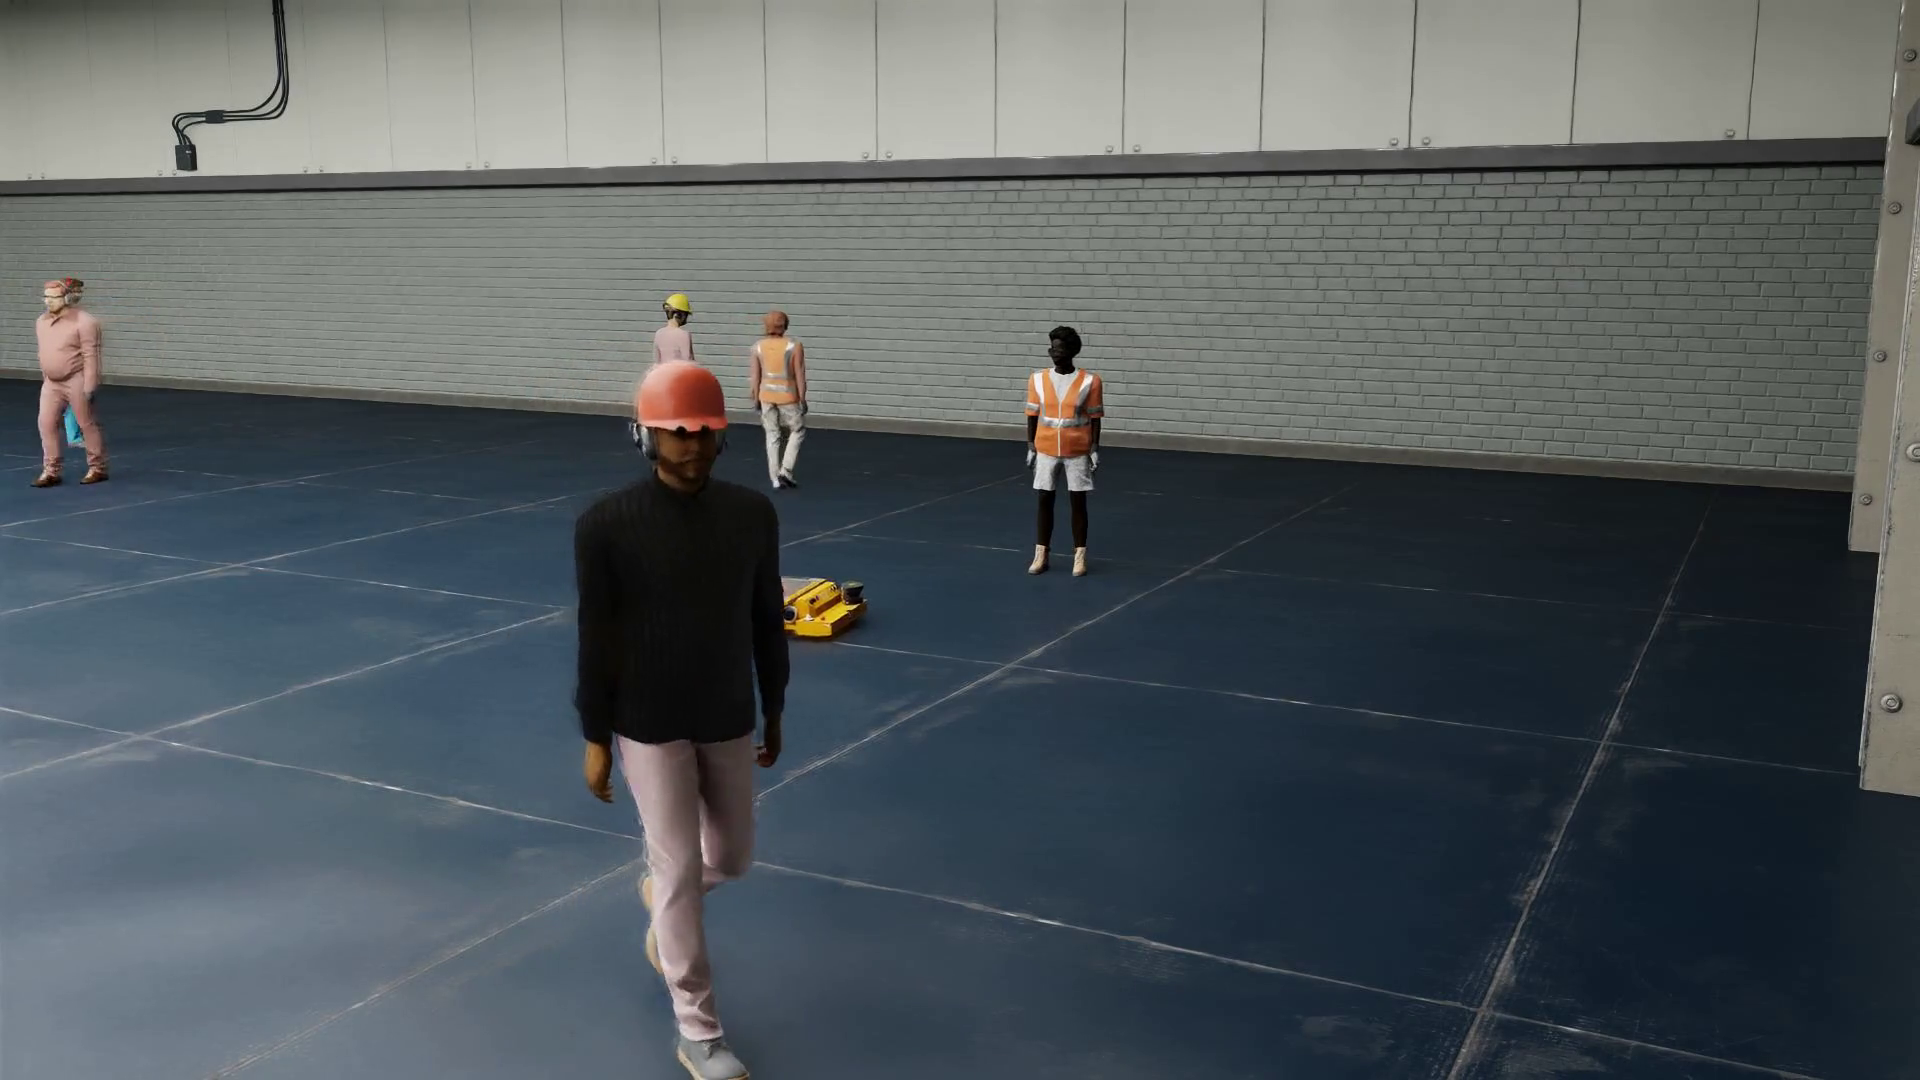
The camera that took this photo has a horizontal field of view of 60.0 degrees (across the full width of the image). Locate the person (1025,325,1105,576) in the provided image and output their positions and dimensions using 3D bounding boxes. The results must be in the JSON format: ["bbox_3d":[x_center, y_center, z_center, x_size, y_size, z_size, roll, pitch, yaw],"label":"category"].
[{"bbox_3d":[0.701,-0.599,11.239,0.537,1.698,0.320,3,11,15],"label":"person"}]

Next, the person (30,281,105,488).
[{"bbox_3d":[-8.198,-1.410,15.171,0.666,1.871,0.843,2,11,13],"label":"person"}]

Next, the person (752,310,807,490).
[{"bbox_3d":[-1.626,-1.256,14.988,0.546,1.626,0.356,3,11,17],"label":"person"}]

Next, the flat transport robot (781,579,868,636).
[{"bbox_3d":[-1.329,0.363,9.893,1.431,0.197,0.652,3,11,15],"label":"flat transport robot"}]

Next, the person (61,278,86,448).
[{"bbox_3d":[-9.620,-1.909,18.006,0.390,1.838,0.563,-4,11,-21],"label":"person"}]

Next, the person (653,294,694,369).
[{"bbox_3d":[-2.604,-1.382,15.354,0.523,1.759,0.332,9,14,41],"label":"person"}]

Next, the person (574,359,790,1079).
[{"bbox_3d":[-0.790,0.471,4.669,0.622,1.974,0.771,-7,12,-32],"label":"person"}]
